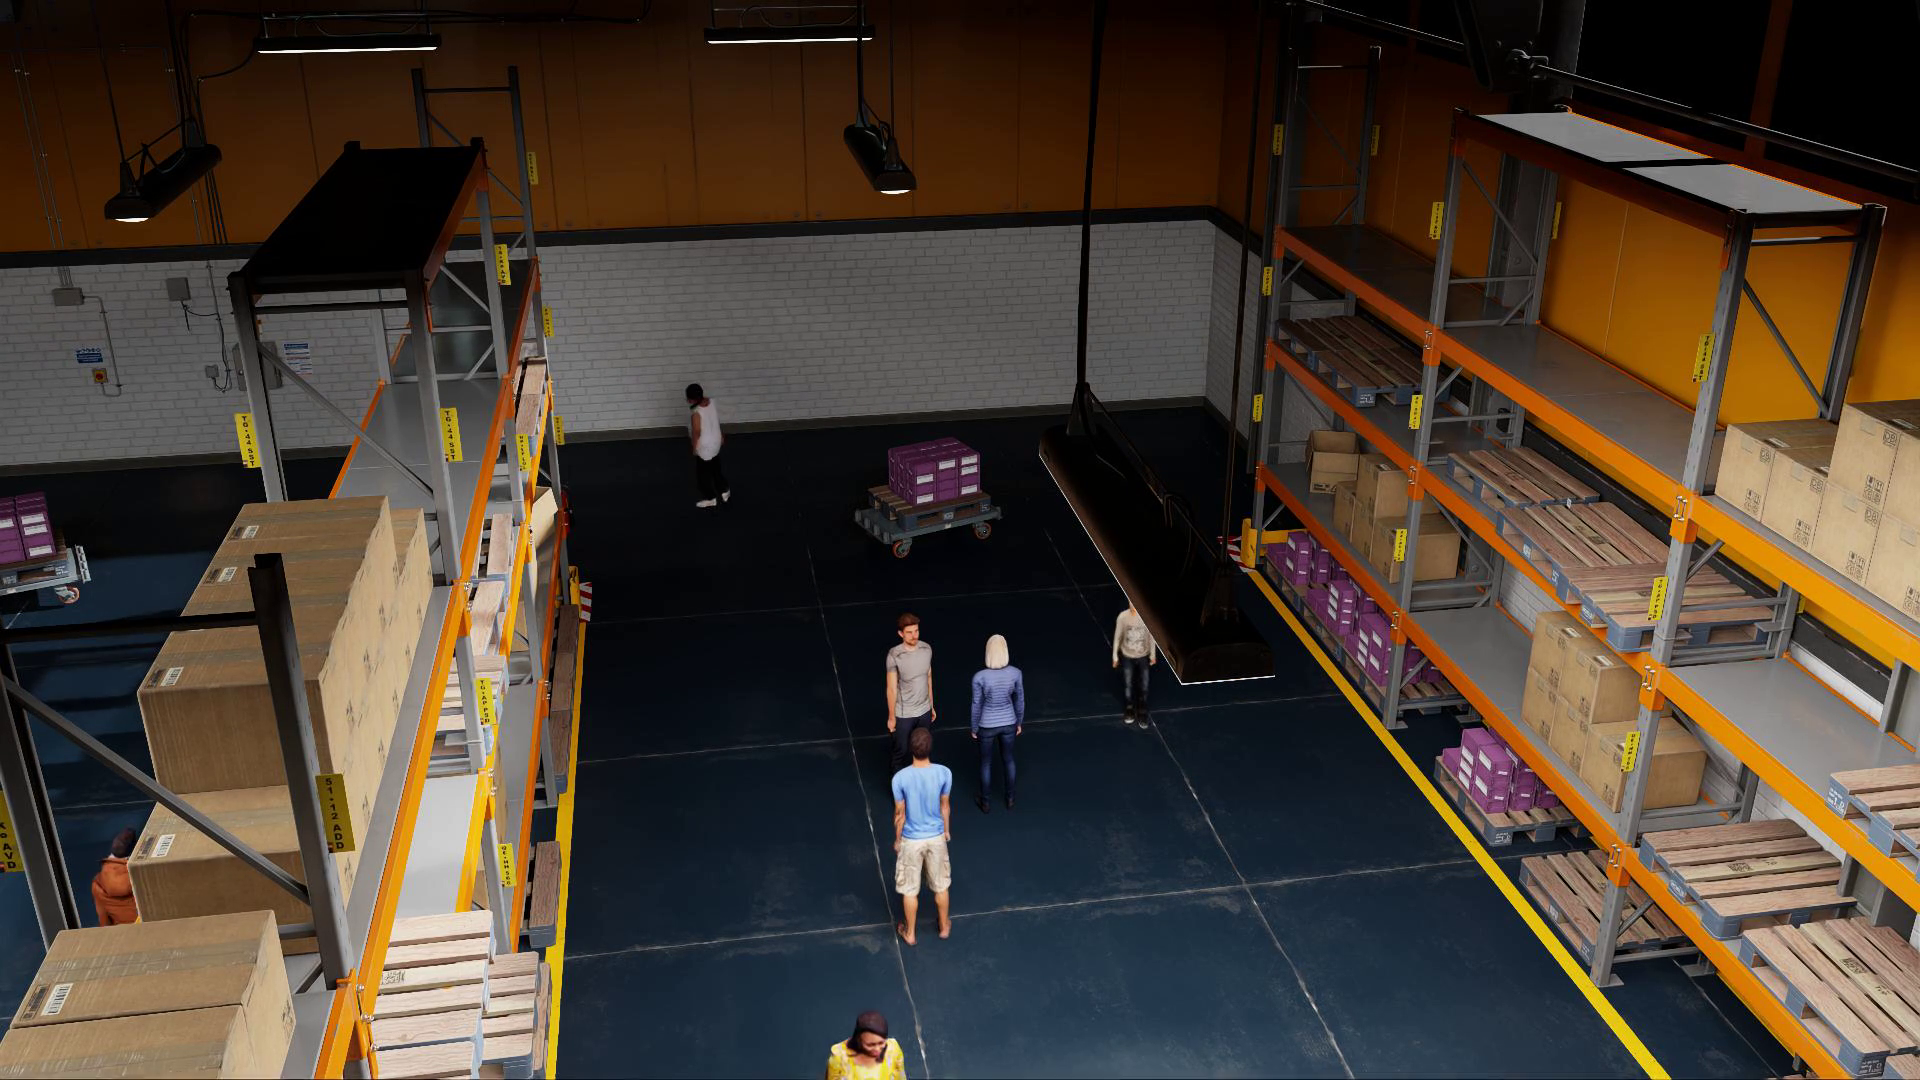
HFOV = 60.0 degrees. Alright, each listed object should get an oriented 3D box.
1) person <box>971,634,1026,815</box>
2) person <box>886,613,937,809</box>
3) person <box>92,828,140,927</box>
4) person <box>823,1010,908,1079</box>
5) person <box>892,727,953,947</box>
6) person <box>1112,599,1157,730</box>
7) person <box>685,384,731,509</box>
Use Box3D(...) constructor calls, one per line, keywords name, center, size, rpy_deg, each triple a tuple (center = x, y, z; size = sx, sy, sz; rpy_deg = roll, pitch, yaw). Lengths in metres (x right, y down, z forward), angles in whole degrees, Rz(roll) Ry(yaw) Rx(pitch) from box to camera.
Box3D(name="person", center=(0.330, 1.632, 14.791), size=(0.653, 1.736, 0.554), rpy_deg=(-6, 24, -13))
Box3D(name="person", center=(-0.446, 1.507, 14.877), size=(0.734, 1.896, 0.710), rpy_deg=(-15, 28, -31))
Box3D(name="person", center=(-5.797, 2.909, 11.786), size=(0.765, 1.802, 1.164), rpy_deg=(-2, 24, -5))
Box3D(name="person", center=(-0.624, 3.576, 10.479), size=(0.802, 1.627, 0.964), rpy_deg=(-8, 25, -18))
Box3D(name="person", center=(-0.293, 2.323, 13.050), size=(0.664, 1.862, 0.567), rpy_deg=(-6, 24, -14))
Box3D(name="person", center=(1.725, 1.099, 16.357), size=(0.657, 1.456, 0.670), rpy_deg=(2, 24, 5))
Box3D(name="person", center=(-3.246, -1.244, 21.460), size=(0.979, 1.663, 0.858), rpy_deg=(16, 28, 33))
